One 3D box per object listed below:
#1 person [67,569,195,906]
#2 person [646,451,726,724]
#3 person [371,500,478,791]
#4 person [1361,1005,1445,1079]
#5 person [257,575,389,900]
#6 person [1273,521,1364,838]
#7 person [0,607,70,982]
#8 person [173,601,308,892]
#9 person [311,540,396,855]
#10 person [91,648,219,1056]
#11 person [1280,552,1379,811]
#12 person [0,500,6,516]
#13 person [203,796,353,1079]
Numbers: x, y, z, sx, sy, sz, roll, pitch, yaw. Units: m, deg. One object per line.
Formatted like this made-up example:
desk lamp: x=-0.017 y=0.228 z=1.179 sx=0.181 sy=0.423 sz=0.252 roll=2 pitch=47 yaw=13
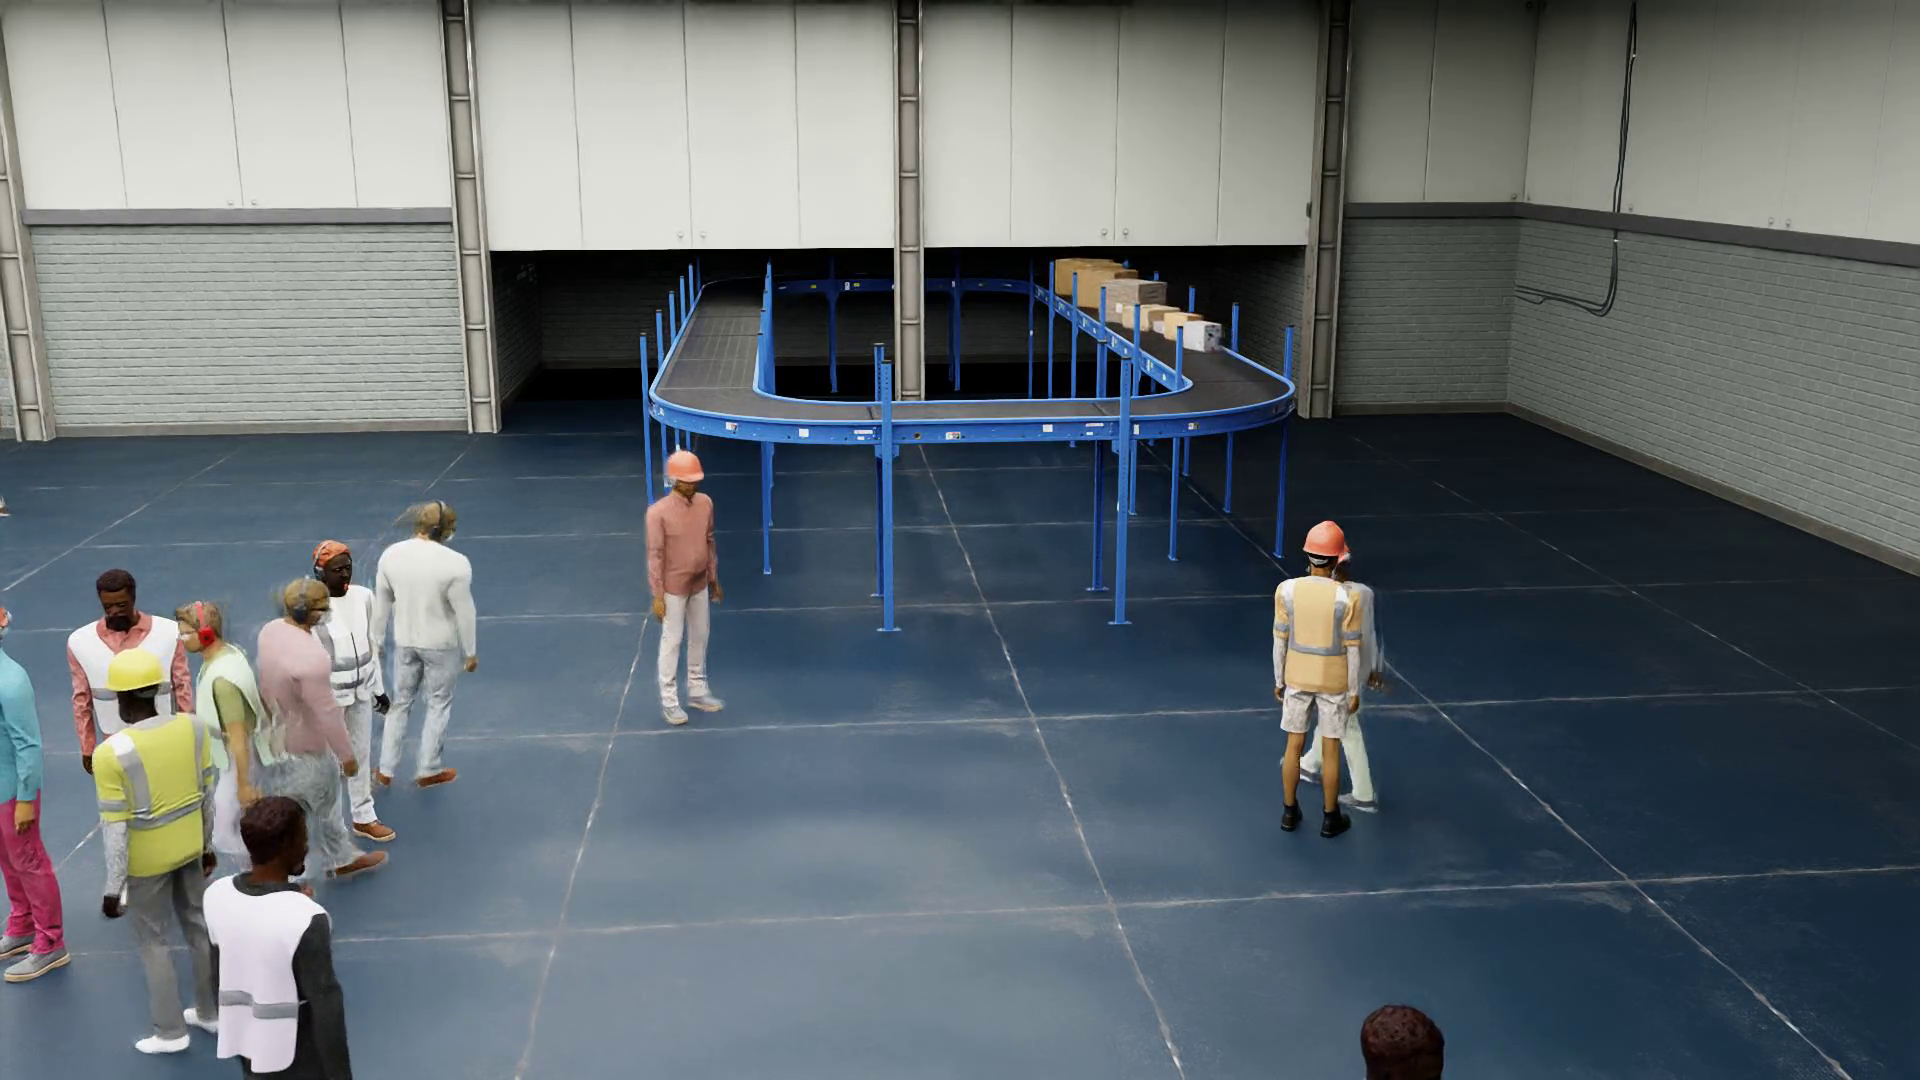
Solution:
person: x=-4.526 y=1.070 z=9.154 sx=0.597 sy=1.908 sz=0.409 roll=-5 pitch=15 yaw=-19
person: x=-1.952 y=0.328 z=11.971 sx=0.445 sy=1.982 sz=0.681 roll=10 pitch=17 yaw=35
person: x=-3.448 y=0.691 z=10.691 sx=0.708 sy=1.896 sz=0.486 roll=3 pitch=14 yaw=11
person: x=1.134 y=2.176 z=4.724 sx=0.386 sy=1.909 sz=0.589 roll=10 pitch=17 yaw=34
person: x=-3.466 y=1.095 z=9.068 sx=0.892 sy=1.896 sz=0.650 roll=-13 pitch=19 yaw=-41
person: x=2.152 y=0.837 z=10.014 sx=0.543 sy=1.939 sz=0.361 roll=7 pitch=16 yaw=26
person: x=-4.810 y=1.224 z=8.349 sx=0.623 sy=1.993 sz=0.385 roll=12 pitch=18 yaw=39
person: x=-3.831 y=1.195 z=8.814 sx=0.432 sy=1.822 sz=0.612 roll=-7 pitch=16 yaw=-27
person: x=-3.624 y=0.924 z=9.779 sx=0.355 sy=1.883 sz=0.573 roll=8 pitch=16 yaw=30
person: x=-3.713 y=1.443 z=7.703 sx=0.452 sy=1.918 sz=0.604 roll=6 pitch=15 yaw=23
person: x=2.334 y=0.830 z=10.533 sx=0.846 sy=1.690 sz=0.589 roll=12 pitch=18 yaw=39
person: x=-10.969 y=-1.158 z=18.239 sx=0.906 sy=1.827 sz=0.494 roll=2 pitch=14 yaw=7
person: x=-2.449 y=1.847 z=6.017 sx=0.596 sy=1.915 sz=0.374 roll=7 pitch=16 yaw=27
